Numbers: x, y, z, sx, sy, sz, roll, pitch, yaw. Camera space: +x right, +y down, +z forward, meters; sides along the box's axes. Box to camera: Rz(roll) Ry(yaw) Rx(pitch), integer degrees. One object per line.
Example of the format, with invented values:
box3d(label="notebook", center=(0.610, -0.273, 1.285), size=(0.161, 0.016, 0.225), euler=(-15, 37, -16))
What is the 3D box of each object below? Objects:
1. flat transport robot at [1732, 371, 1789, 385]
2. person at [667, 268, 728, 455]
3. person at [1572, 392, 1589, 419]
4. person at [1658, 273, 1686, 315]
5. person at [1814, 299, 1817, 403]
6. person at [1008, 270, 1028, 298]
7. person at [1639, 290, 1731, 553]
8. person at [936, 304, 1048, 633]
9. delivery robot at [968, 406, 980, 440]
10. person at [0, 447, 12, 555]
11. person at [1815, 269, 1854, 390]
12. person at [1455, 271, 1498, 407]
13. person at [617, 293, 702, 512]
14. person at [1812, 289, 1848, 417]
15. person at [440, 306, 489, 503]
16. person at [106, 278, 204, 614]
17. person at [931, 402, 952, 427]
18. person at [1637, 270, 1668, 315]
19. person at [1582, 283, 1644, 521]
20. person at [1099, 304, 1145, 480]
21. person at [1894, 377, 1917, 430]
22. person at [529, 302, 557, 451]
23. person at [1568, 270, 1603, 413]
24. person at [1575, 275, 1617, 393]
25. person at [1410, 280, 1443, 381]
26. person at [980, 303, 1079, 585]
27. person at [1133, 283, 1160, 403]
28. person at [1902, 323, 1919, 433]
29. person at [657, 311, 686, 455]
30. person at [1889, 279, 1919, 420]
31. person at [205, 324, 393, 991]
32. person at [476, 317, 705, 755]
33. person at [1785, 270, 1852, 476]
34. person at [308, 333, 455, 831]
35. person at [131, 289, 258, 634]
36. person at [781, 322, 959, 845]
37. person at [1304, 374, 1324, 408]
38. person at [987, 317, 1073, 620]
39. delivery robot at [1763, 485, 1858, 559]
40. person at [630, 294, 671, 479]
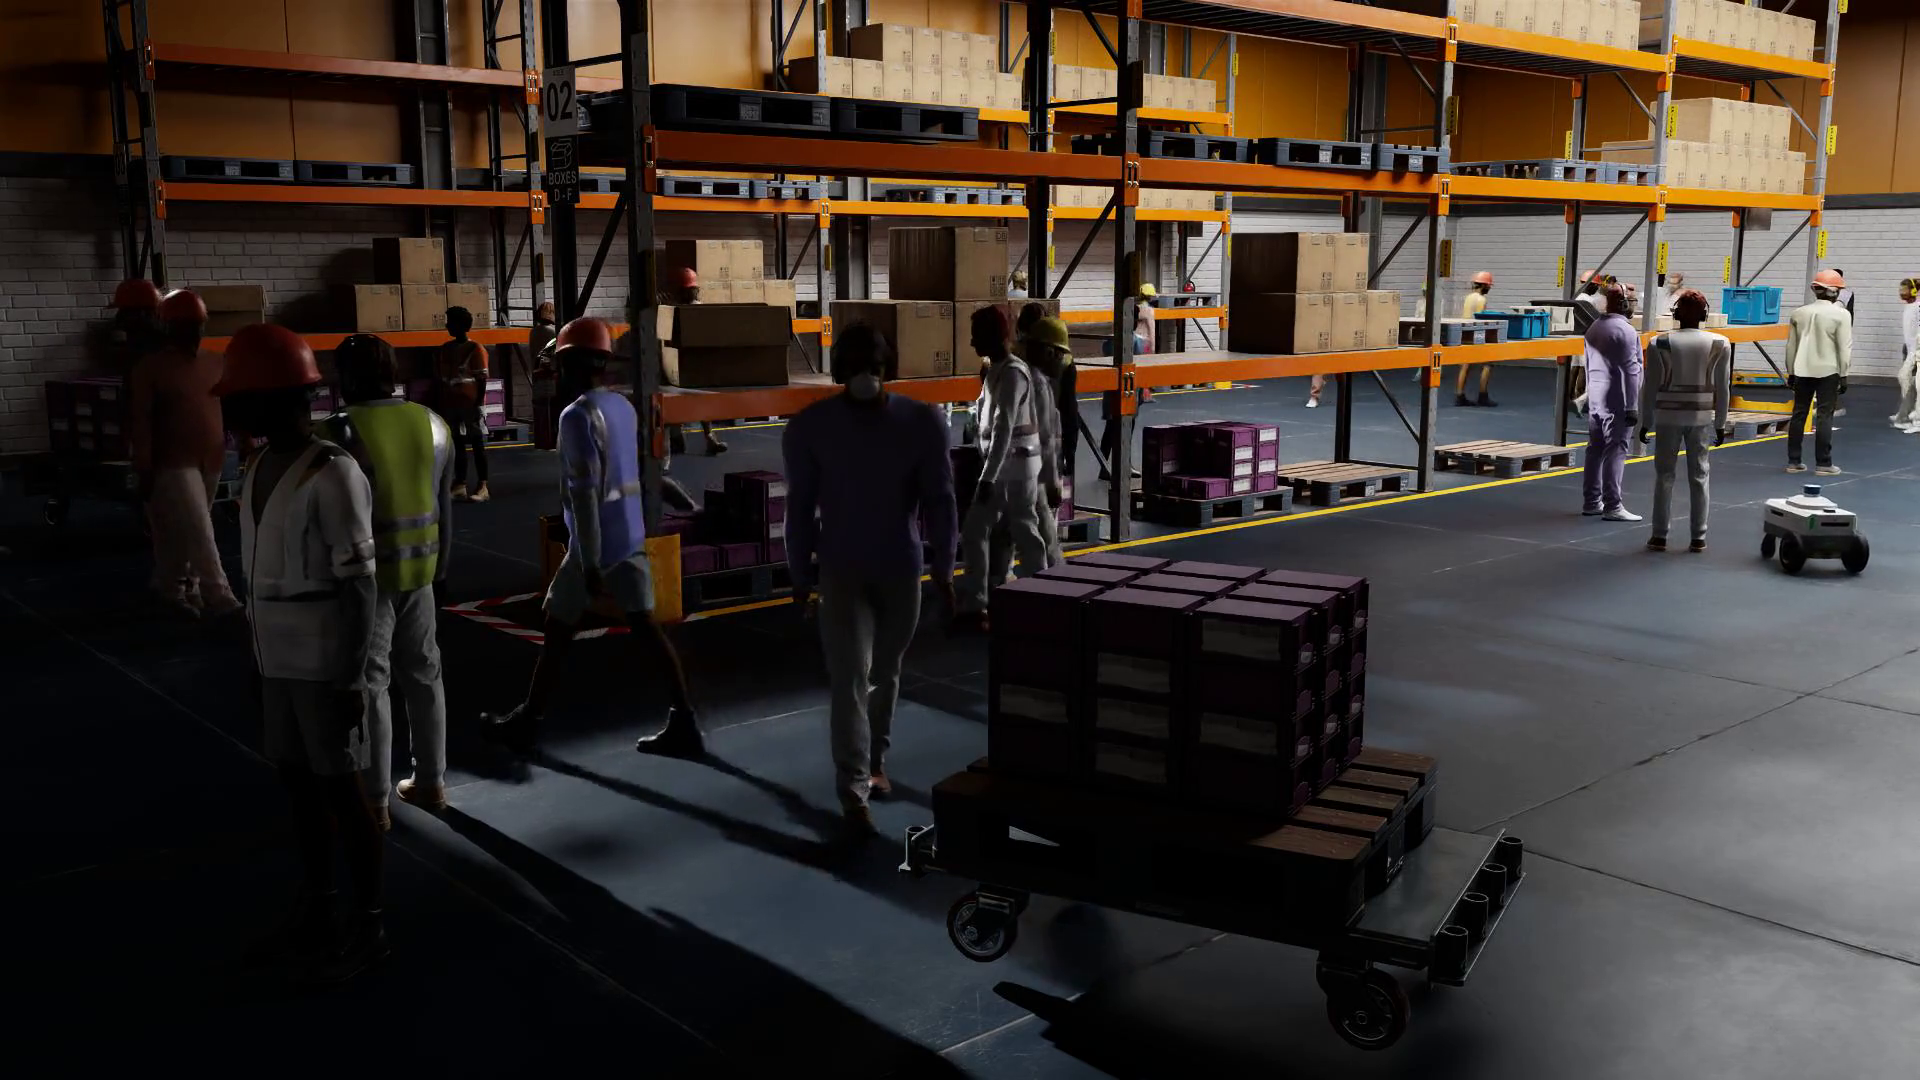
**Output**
box3d(label="flat transport robot", center=(13.143, -2.628, 27.097), size=(1.431, 0.197, 0.652), euler=(3, 10, 19))
box3d(label="person", center=(-2.868, -1.880, 17.698), size=(0.617, 1.984, 1.030), euler=(-9, 13, -43))
box3d(label="person", center=(8.150, -2.268, 21.054), size=(0.553, 1.618, 0.545), euler=(-1, 10, -6))
box3d(label="person", center=(10.621, -3.061, 24.961), size=(0.563, 1.872, 0.659), euler=(-4, 10, -21))
box3d(label="person", center=(12.529, -2.816, 24.197), size=(0.515, 1.641, 0.309), euler=(-9, 13, -42))
box3d(label="person", center=(0.778, -2.665, 22.439), size=(0.369, 1.938, 0.630), euler=(-8, 12, -38))
box3d(label="person", center=(5.200, -0.847, 11.956), size=(0.584, 1.882, 0.337), euler=(2, 10, 14))
box3d(label="person", center=(0.171, -0.365, 9.218), size=(0.788, 1.851, 0.608), euler=(-3, 10, -17))
box3d(label="delivery robot", center=(0.276, -1.358, 18.558), size=(0.477, 0.478, 0.707), euler=(-1, 10, -3))
box3d(label="person", center=(-6.957, -0.671, 11.688), size=(0.605, 1.609, 0.532), euler=(6, 11, 32))
box3d(label="person", center=(13.885, -3.347, 26.484), size=(0.590, 1.922, 0.392), euler=(7, 12, 37))
box3d(label="person", center=(7.341, -2.821, 23.439), size=(0.726, 1.905, 0.569), euler=(-2, 10, -9))
box3d(label="person", center=(-2.126, -0.807, 11.616), size=(0.586, 1.923, 0.633), euler=(-9, 13, -42))
box3d(label="person", center=(11.526, -2.530, 21.995), size=(0.501, 1.845, 0.535), euler=(4, 11, 24))
box3d(label="person", center=(-4.301, -1.171, 14.404), size=(0.535, 1.697, 0.318), euler=(5, 11, 29))
box3d(label="person", center=(-4.807, -0.555, 9.925), size=(0.612, 1.994, 0.395), euler=(9, 13, 43))
box3d(label="person", center=(-0.273, -2.213, 20.688), size=(0.285, 1.633, 0.497), euler=(-9, 13, -43))
box3d(label="person", center=(10.779, -3.245, 25.766), size=(0.608, 1.962, 0.374), euler=(3, 10, 16))
box3d(label="person", center=(5.290, -1.109, 13.423), size=(0.410, 1.909, 0.643), euler=(-2, 10, -9))
box3d(label="person", center=(1.552, -1.409, 15.834), size=(0.537, 1.688, 0.323), euler=(-8, 13, -39))
box3d(label="person", center=(11.847, -2.230, 20.062), size=(0.947, 1.876, 0.589), euler=(5, 11, 29))
box3d(label="person", center=(-4.508, -1.781, 18.187), size=(0.500, 1.628, 0.277), euler=(8, 13, 41))
box3d(label="person", center=(8.486, -2.683, 22.577), size=(0.374, 1.928, 0.542), euler=(-1, 10, -6))
box3d(label="person", center=(9.806, -3.158, 25.618), size=(0.605, 1.837, 0.423), euler=(-7, 12, -37))
box3d(label="person", center=(8.023, -3.577, 28.452), size=(0.923, 1.729, 0.538), euler=(-7, 12, -34))
box3d(label="person", center=(0.446, -0.573, 10.509), size=(0.629, 1.837, 0.428), euler=(3, 10, 16))
box3d(label="person", center=(2.541, -2.811, 23.879), size=(0.752, 1.739, 0.535), euler=(-4, 10, -22))
box3d(label="person", center=(11.541, -2.058, 19.749), size=(0.309, 1.645, 0.514), euler=(-3, 10, -18))
box3d(label="person", center=(-3.319, -1.809, 17.607), size=(0.641, 1.891, 0.613), euler=(2, 10, 12))
box3d(label="person", center=(12.326, -2.460, 21.568), size=(0.588, 1.834, 0.558), euler=(1, 10, 9))
box3d(label="person", center=(-1.923, 0.344, 4.833), size=(0.551, 1.932, 0.367), euler=(8, 12, 39))
box3d(label="person", center=(-1.552, 0.002, 7.053), size=(0.998, 1.867, 0.551), euler=(3, 10, 18))
box3d(label="person", center=(8.363, -1.626, 16.204), size=(0.392, 1.990, 0.614), euler=(-6, 12, -33))
box3d(label="person", center=(-2.173, 0.156, 6.206), size=(0.429, 1.842, 0.633), euler=(6, 11, 31))
box3d(label="person", center=(-4.343, -0.449, 9.498), size=(1.051, 1.935, 0.623), euler=(5, 11, 26))
box3d(label="person", center=(-0.331, 0.138, 6.198), size=(0.634, 1.883, 1.016), euler=(-2, 10, -12))
box3d(label="person", center=(5.047, -2.815, 23.479), size=(0.656, 1.881, 0.589), euler=(7, 12, 36))
box3d(label="person", center=(0.464, -0.392, 9.609), size=(0.868, 1.769, 0.606), euler=(-1, 10, -4))
box3d(label="delivery robot", center=(5.816, -0.134, 11.386), size=(0.477, 0.478, 0.707), euler=(0, 10, 1))
box3d(label="person", center=(-2.960, -1.477, 15.794), size=(0.588, 1.834, 0.403), euler=(9, 13, 41))
